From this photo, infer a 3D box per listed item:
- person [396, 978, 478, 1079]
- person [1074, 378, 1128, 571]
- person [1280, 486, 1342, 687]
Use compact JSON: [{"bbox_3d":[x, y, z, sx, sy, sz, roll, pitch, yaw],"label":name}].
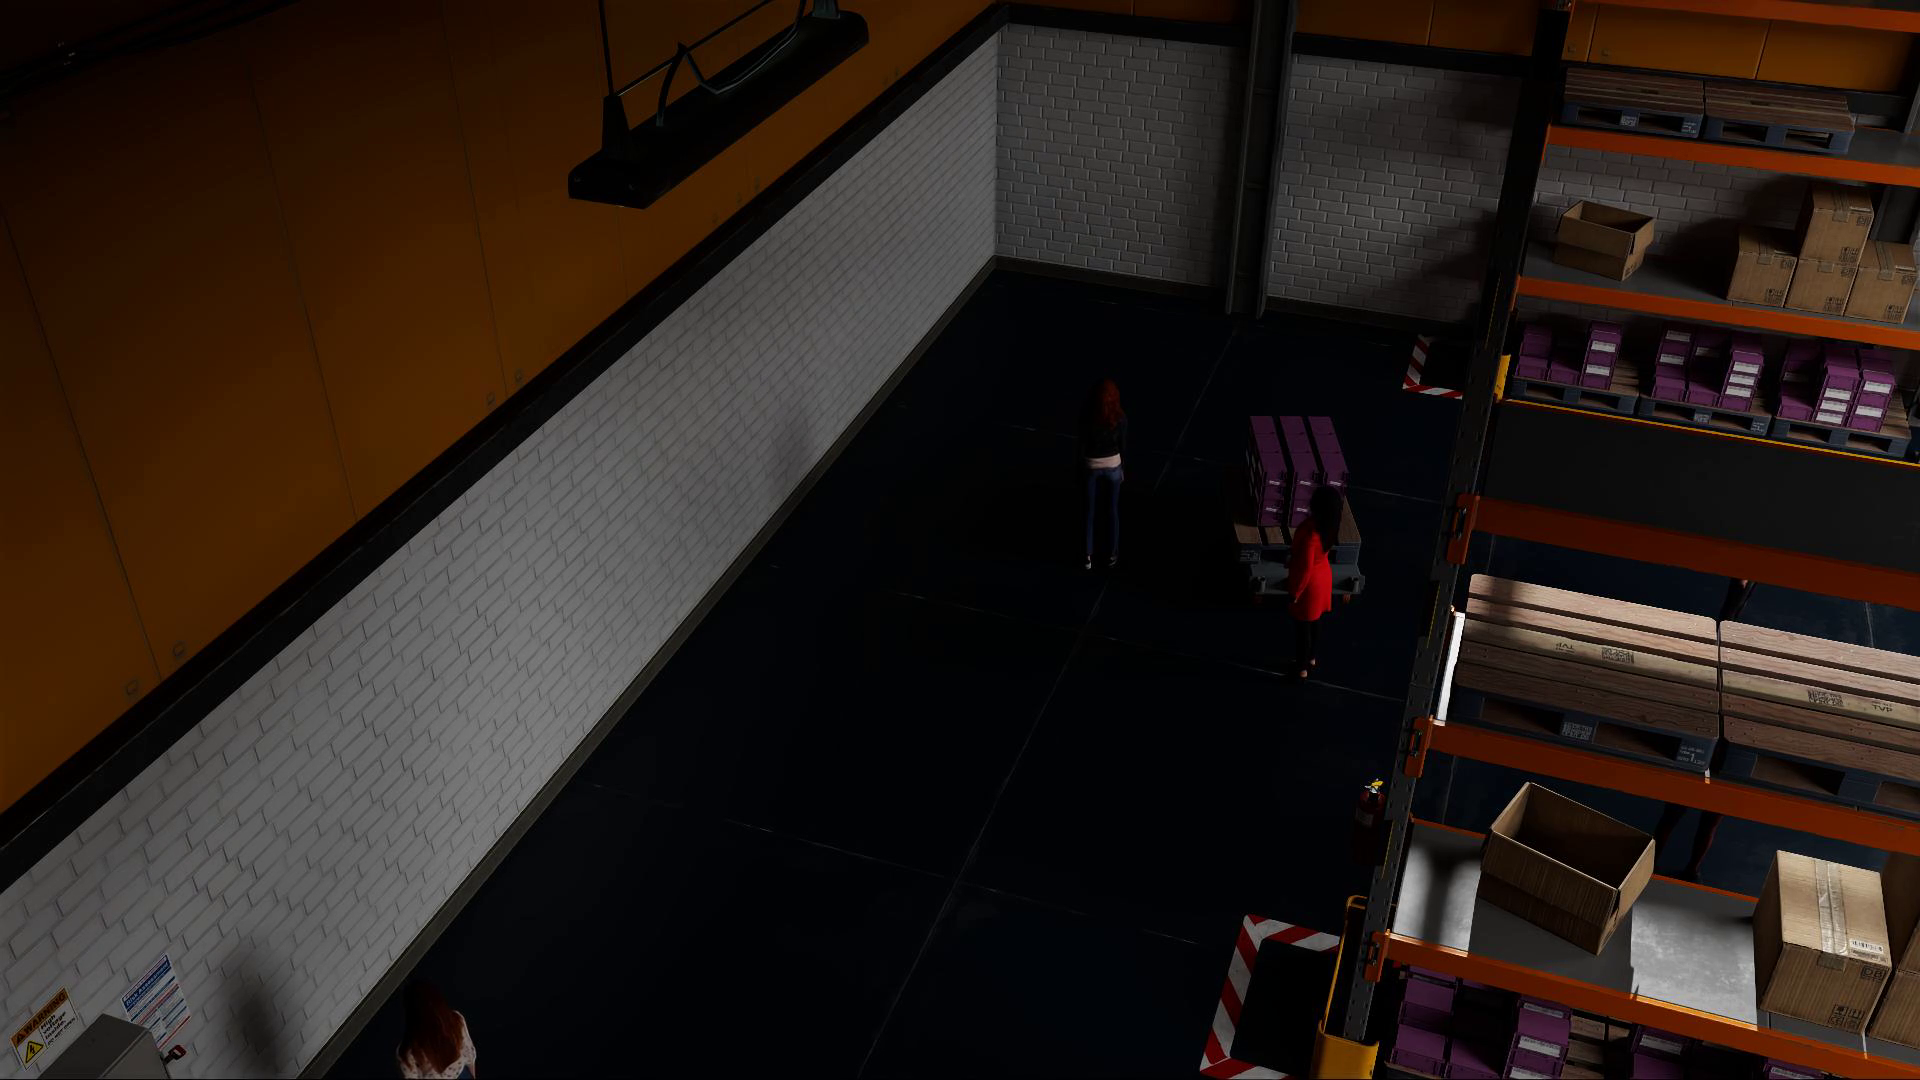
[{"bbox_3d":[-2.670,2.900,8.655,0.622,1.729,0.640,25,41,33],"label":"person"},{"bbox_3d":[1.161,-0.550,13.793,0.578,1.786,0.700,0,34,1],"label":"person"},{"bbox_3d":[2.636,0.342,12.487,0.687,1.746,0.678,21,39,28],"label":"person"}]
